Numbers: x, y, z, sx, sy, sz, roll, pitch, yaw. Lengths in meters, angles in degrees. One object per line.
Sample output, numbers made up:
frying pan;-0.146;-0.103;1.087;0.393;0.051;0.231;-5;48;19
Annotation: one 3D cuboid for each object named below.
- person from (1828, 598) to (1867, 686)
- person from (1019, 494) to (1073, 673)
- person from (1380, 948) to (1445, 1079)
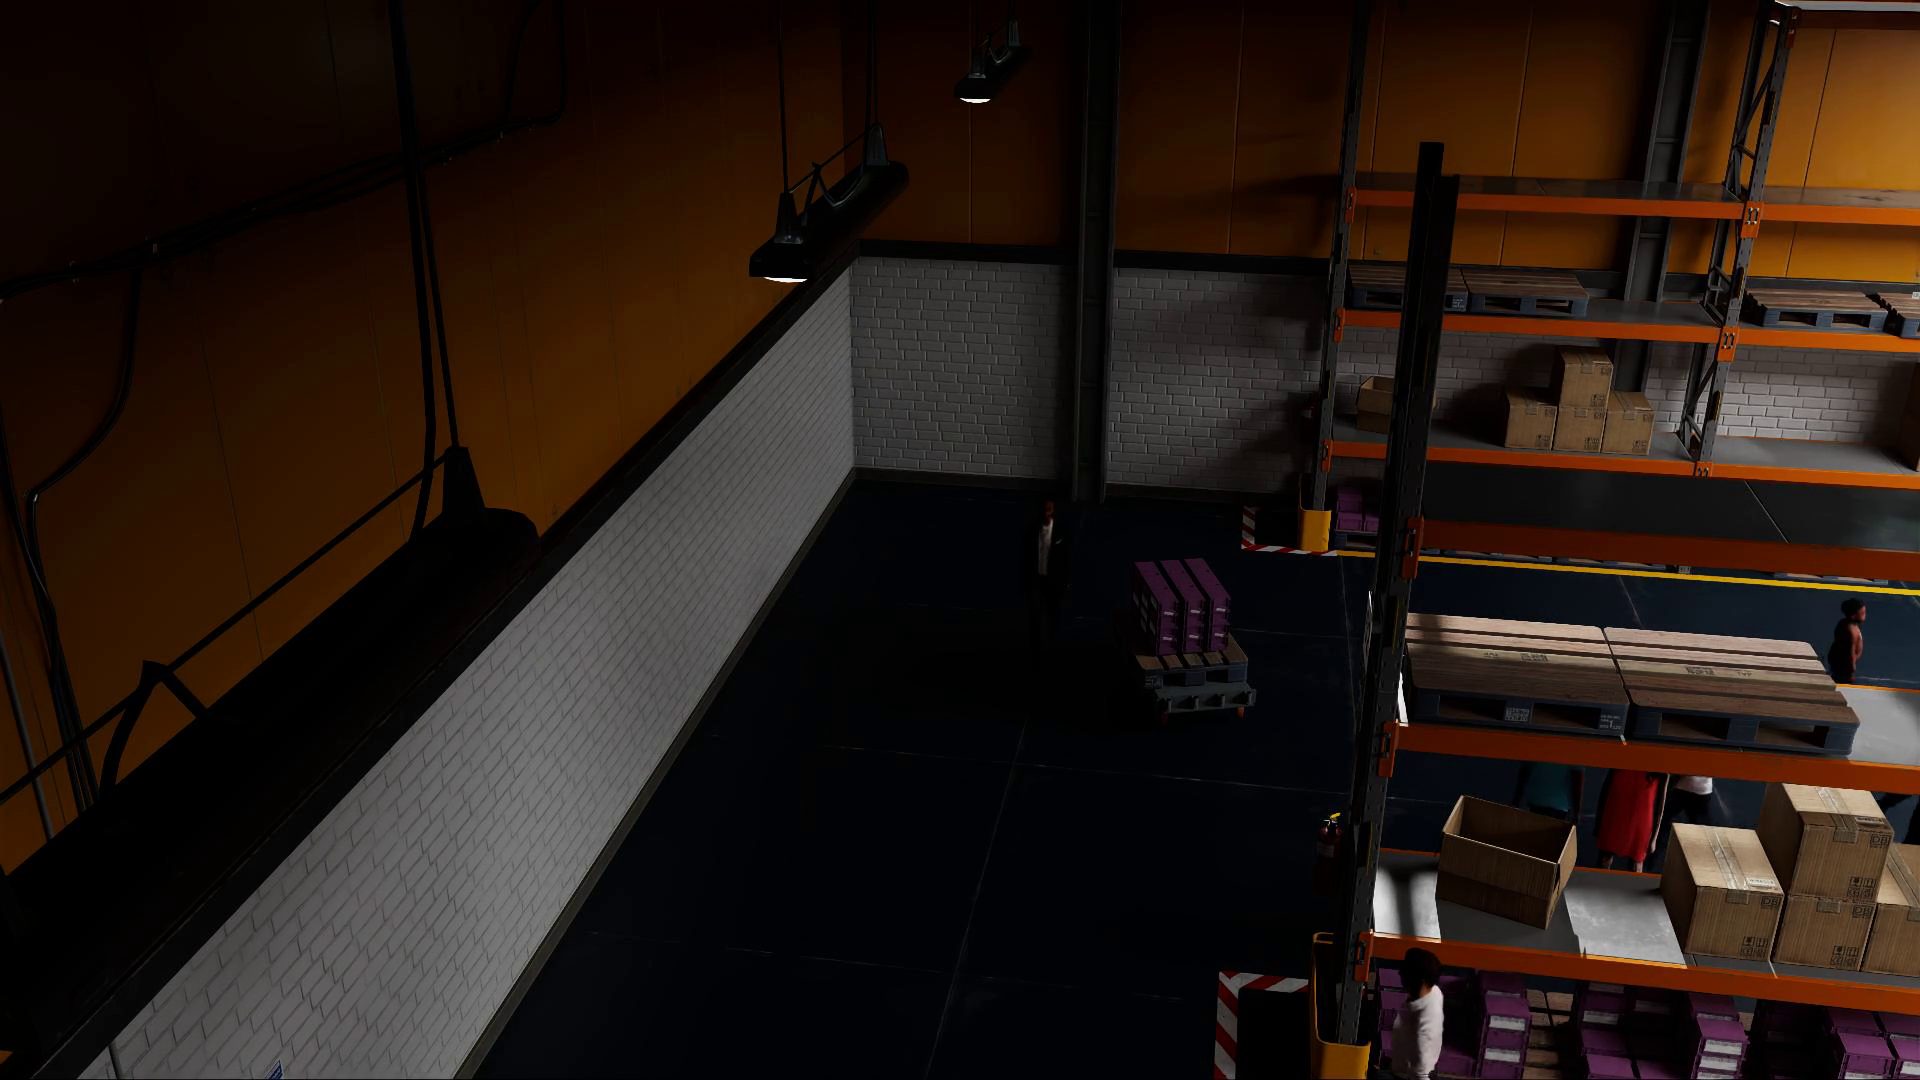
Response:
person;7.960;1.095;15.150;0.655;1.242;0.577;7;25;17
person;0.829;0.371;16.134;0.908;1.781;0.723;4;24;9
person;2.725;3.174;9.654;1.211;1.833;0.838;10;26;22
